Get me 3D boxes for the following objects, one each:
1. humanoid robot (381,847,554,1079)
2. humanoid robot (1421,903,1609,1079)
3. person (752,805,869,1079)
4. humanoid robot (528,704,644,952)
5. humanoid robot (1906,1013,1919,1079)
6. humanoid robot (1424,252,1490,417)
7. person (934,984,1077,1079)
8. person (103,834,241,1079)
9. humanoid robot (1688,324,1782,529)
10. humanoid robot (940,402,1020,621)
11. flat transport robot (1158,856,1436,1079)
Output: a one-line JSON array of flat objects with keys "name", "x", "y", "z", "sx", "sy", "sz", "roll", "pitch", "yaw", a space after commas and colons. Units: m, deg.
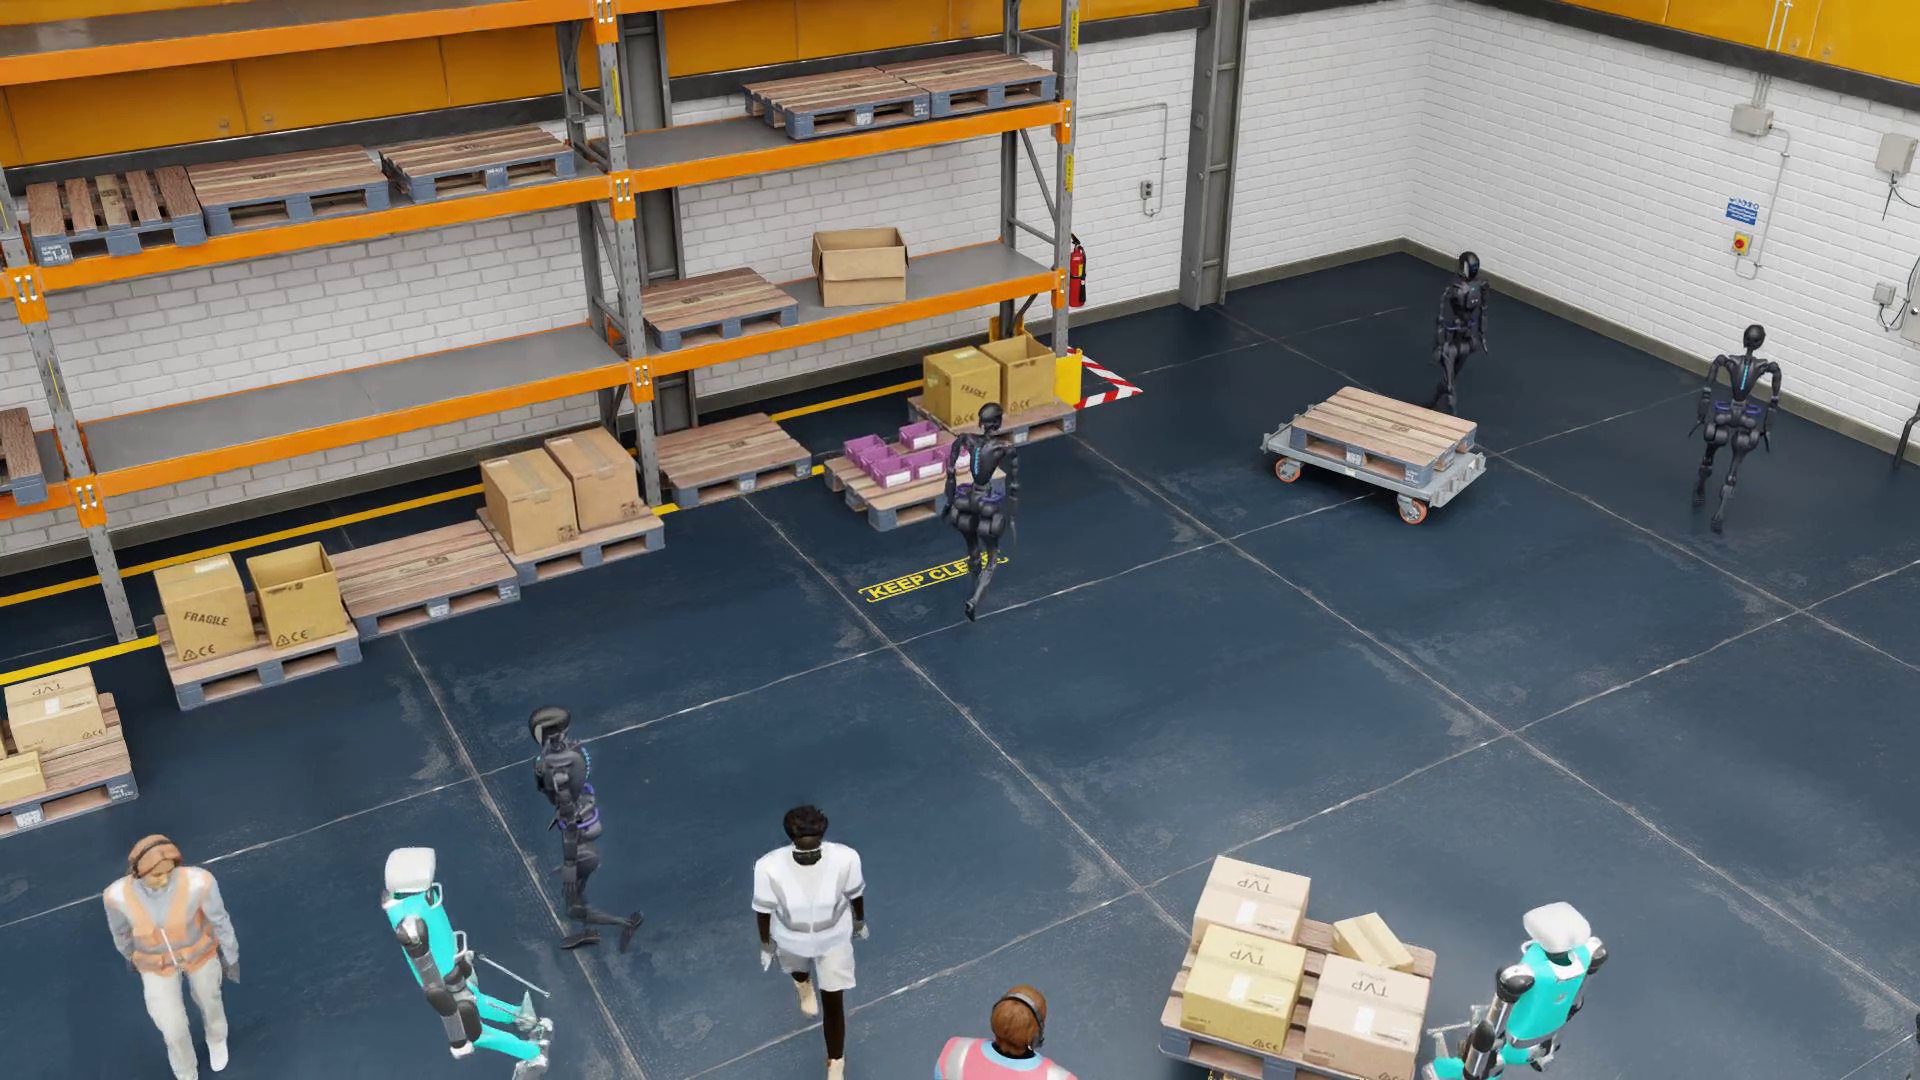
[{"name": "humanoid robot", "x": -2.165, "y": 2.140, "z": 7.759, "sx": 0.782, "sy": 1.827, "sz": 0.534, "roll": -9, "pitch": 31, "yaw": -15}, {"name": "humanoid robot", "x": 2.399, "y": 2.231, "z": 7.546, "sx": 0.530, "sy": 1.776, "sz": 0.779, "roll": -12, "pitch": 32, "yaw": -21}, {"name": "person", "x": -0.727, "y": 1.902, "z": 8.201, "sx": 0.563, "sy": 1.653, "sz": 0.847, "roll": -3, "pitch": 30, "yaw": -5}, {"name": "humanoid robot", "x": -1.999, "y": 1.528, "z": 8.830, "sx": 0.453, "sy": 1.645, "sz": 0.589, "roll": -10, "pitch": 31, "yaw": -16}, {"name": "humanoid robot", "x": 4.181, "y": 2.611, "z": 6.867, "sx": 0.666, "sy": 1.801, "sz": 0.549, "roll": -3, "pitch": 30, "yaw": -6}, {"name": "humanoid robot", "x": 4.438, "y": -1.766, "z": 14.720, "sx": 0.593, "sy": 1.627, "sz": 0.776, "roll": -13, "pitch": 32, "yaw": -22}, {"name": "person", "x": 0.210, "y": 2.564, "z": 6.855, "sx": 0.628, "sy": 1.836, "sz": 0.431, "roll": 11, "pitch": 31, "yaw": 19}, {"name": "person", "x": -3.749, "y": 2.029, "z": 8.015, "sx": 0.529, "sy": 1.604, "sz": 0.617, "roll": -12, "pitch": 32, "yaw": -20}, {"name": "humanoid robot", "x": 6.167, "y": -0.947, "z": 13.244, "sx": 0.612, "sy": 1.627, "sz": 0.739, "roll": 12, "pitch": 32, "yaw": 20}, {"name": "humanoid robot", "x": 0.097, "y": -0.189, "z": 11.898, "sx": 0.615, "sy": 1.633, "sz": 0.594, "roll": 12, "pitch": 32, "yaw": 21}, {"name": "flat transport robot", "x": 1.716, "y": 2.525, "z": 8.504, "sx": 0.659, "sy": 0.231, "sz": 1.431, "roll": 11, "pitch": 31, "yaw": 19}]
